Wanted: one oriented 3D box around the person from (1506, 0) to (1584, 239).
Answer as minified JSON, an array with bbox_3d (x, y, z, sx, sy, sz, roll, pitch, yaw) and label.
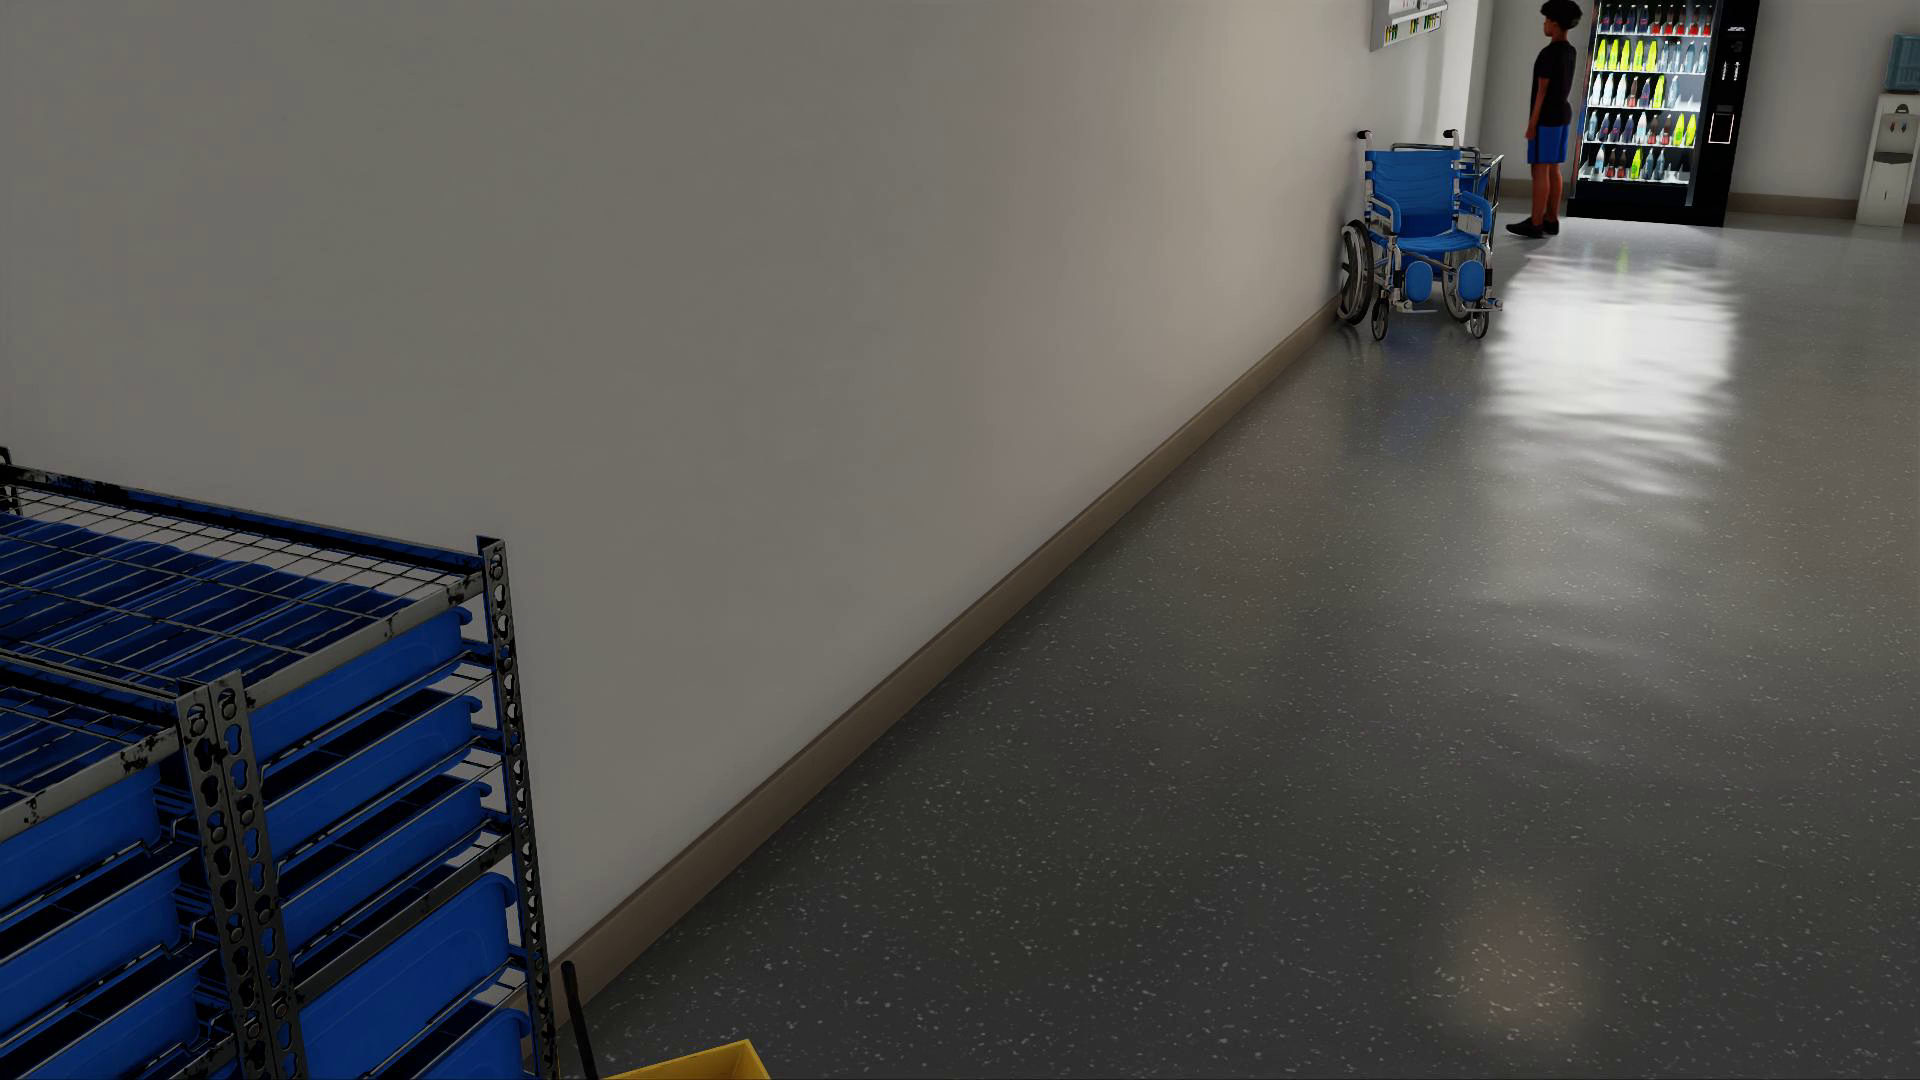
[{"bbox_3d":[4.582,-3.267,12.898,0.656,1.791,0.665,19,28,41],"label":"person"}]
